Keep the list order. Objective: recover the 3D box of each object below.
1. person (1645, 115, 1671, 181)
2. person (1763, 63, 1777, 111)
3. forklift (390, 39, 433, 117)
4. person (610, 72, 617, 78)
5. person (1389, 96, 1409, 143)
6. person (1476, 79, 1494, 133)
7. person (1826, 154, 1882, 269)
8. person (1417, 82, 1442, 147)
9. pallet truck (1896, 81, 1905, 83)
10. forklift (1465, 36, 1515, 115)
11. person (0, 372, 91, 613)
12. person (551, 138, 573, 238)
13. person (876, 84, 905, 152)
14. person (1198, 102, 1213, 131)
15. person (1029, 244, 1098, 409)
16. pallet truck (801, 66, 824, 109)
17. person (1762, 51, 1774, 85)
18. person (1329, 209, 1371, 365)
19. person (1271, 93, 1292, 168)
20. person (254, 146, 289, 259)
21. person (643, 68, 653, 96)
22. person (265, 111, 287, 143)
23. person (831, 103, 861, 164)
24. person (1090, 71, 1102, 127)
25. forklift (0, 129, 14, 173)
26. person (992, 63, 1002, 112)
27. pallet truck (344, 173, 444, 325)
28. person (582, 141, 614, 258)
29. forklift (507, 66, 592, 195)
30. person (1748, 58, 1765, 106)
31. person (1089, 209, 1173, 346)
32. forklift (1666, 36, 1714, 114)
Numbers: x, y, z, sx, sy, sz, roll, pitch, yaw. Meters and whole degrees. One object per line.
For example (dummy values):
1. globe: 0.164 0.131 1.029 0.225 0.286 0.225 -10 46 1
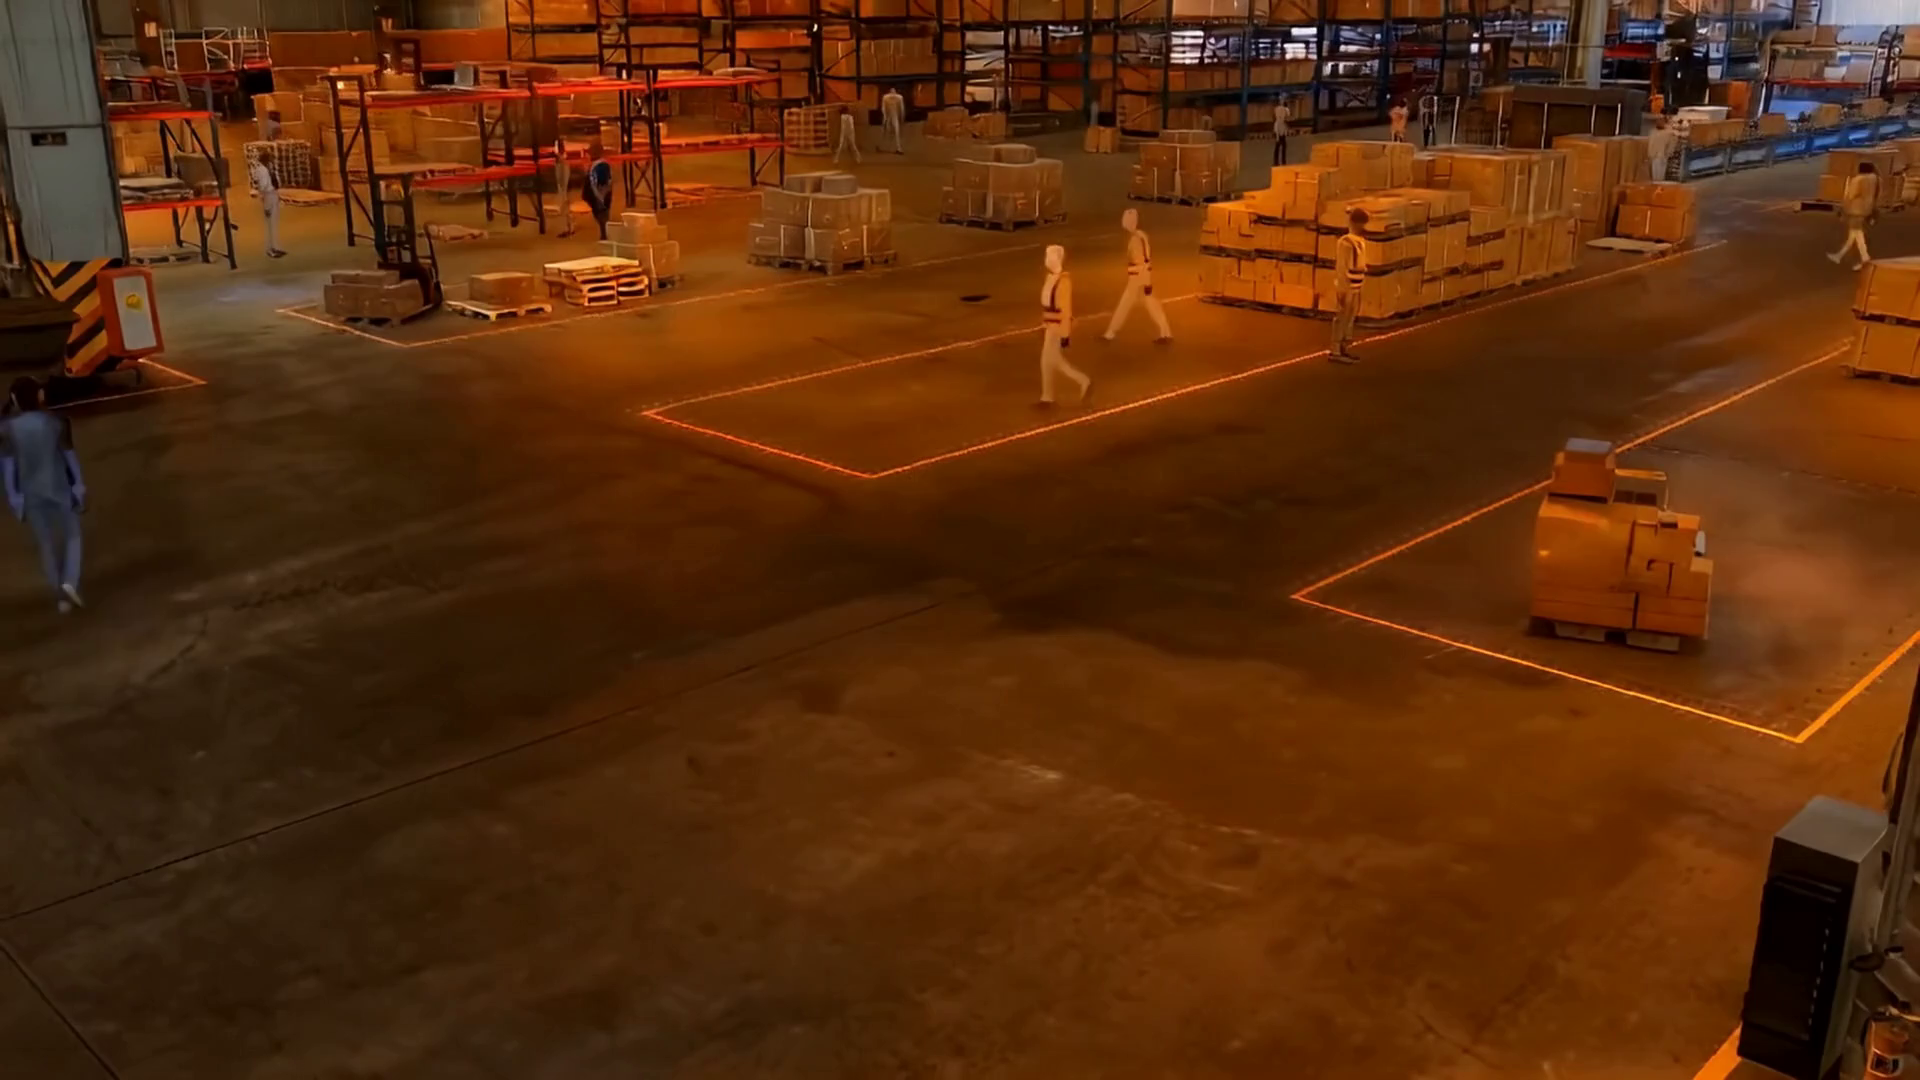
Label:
1. person: 15.423 -8.416 36.734 0.437 1.871 0.682 -2 18 -5
2. person: 31.279 -17.459 64.115 0.635 1.768 0.918 4 19 12
3. forklift: -19.428 -16.213 58.630 1.873 2.768 1.129 17 25 41
4. person: -11.220 -14.519 55.045 0.783 1.916 0.552 -3 19 -9
5. person: 12.277 -11.587 46.563 0.542 1.678 0.525 5 19 14
6. person: 16.913 -14.005 53.752 0.785 1.729 0.539 -11 21 -29
7. person: 15.092 -5.543 28.025 0.571 1.883 0.980 -8 20 -22
8. person: 13.169 -11.805 46.681 0.621 2.025 0.413 10 21 27
9. pallet truck: 34.802 -16.331 61.455 0.653 1.274 1.630 17 25 41
10. forklift: 19.973 -17.201 61.605 1.873 2.768 1.129 16 24 40
11. person: -6.781 -0.325 12.364 0.548 1.857 0.477 -6 19 -18
12. person: -7.515 -6.641 31.382 0.329 1.865 0.508 -5 19 -13
13. person: -2.021 -12.200 48.067 0.842 1.910 0.564 -2 18 -6
14. person: 6.109 -9.760 40.750 0.919 1.882 0.599 4 19 12
15. person: 1.151 -2.358 18.485 0.663 1.868 0.581 -4 19 -12
16. pallet truck: -4.812 -15.182 56.903 0.823 1.965 1.885 -9 21 -26
17. person: 37.891 -22.102 78.128 0.554 1.743 0.618 17 25 42
18. person: 4.883 -3.171 20.816 0.411 1.939 0.601 11 21 31
19. person: 8.354 -10.613 43.187 0.367 1.963 0.609 -14 23 -37
20. person: -12.018 -5.874 28.968 0.368 1.928 0.585 -1 18 -3
21. person: -11.873 -17.251 63.665 0.536 1.665 0.835 1 18 2
22. person: -16.015 -9.195 39.184 0.622 1.790 0.960 15 24 38
23. person: -3.041 -10.926 44.714 0.845 1.593 0.522 7 20 21
24. person: 4.399 -14.142 53.771 0.376 1.997 0.612 -3 19 -10
25. forklift: -24.029 -10.894 42.603 1.129 2.768 1.873 17 25 41
26. person: 1.350 -16.361 60.548 0.353 1.936 0.635 2 19 7
27. pallet truck: -8.209 -4.181 23.757 0.823 1.965 1.885 3 19 9
28. person: -6.277 -5.890 28.839 0.536 2.000 0.684 -4 19 -12
29. forklift: -9.543 -9.421 38.166 1.129 2.768 1.873 17 25 41
30. person: 31.935 -18.325 66.582 0.960 1.867 0.663 -11 21 -29
31. person: 2.304 -3.427 21.799 1.110 1.810 0.599 4 19 11
32. forklift: 27.341 -17.291 61.877 1.129 2.768 1.873 17 25 41
